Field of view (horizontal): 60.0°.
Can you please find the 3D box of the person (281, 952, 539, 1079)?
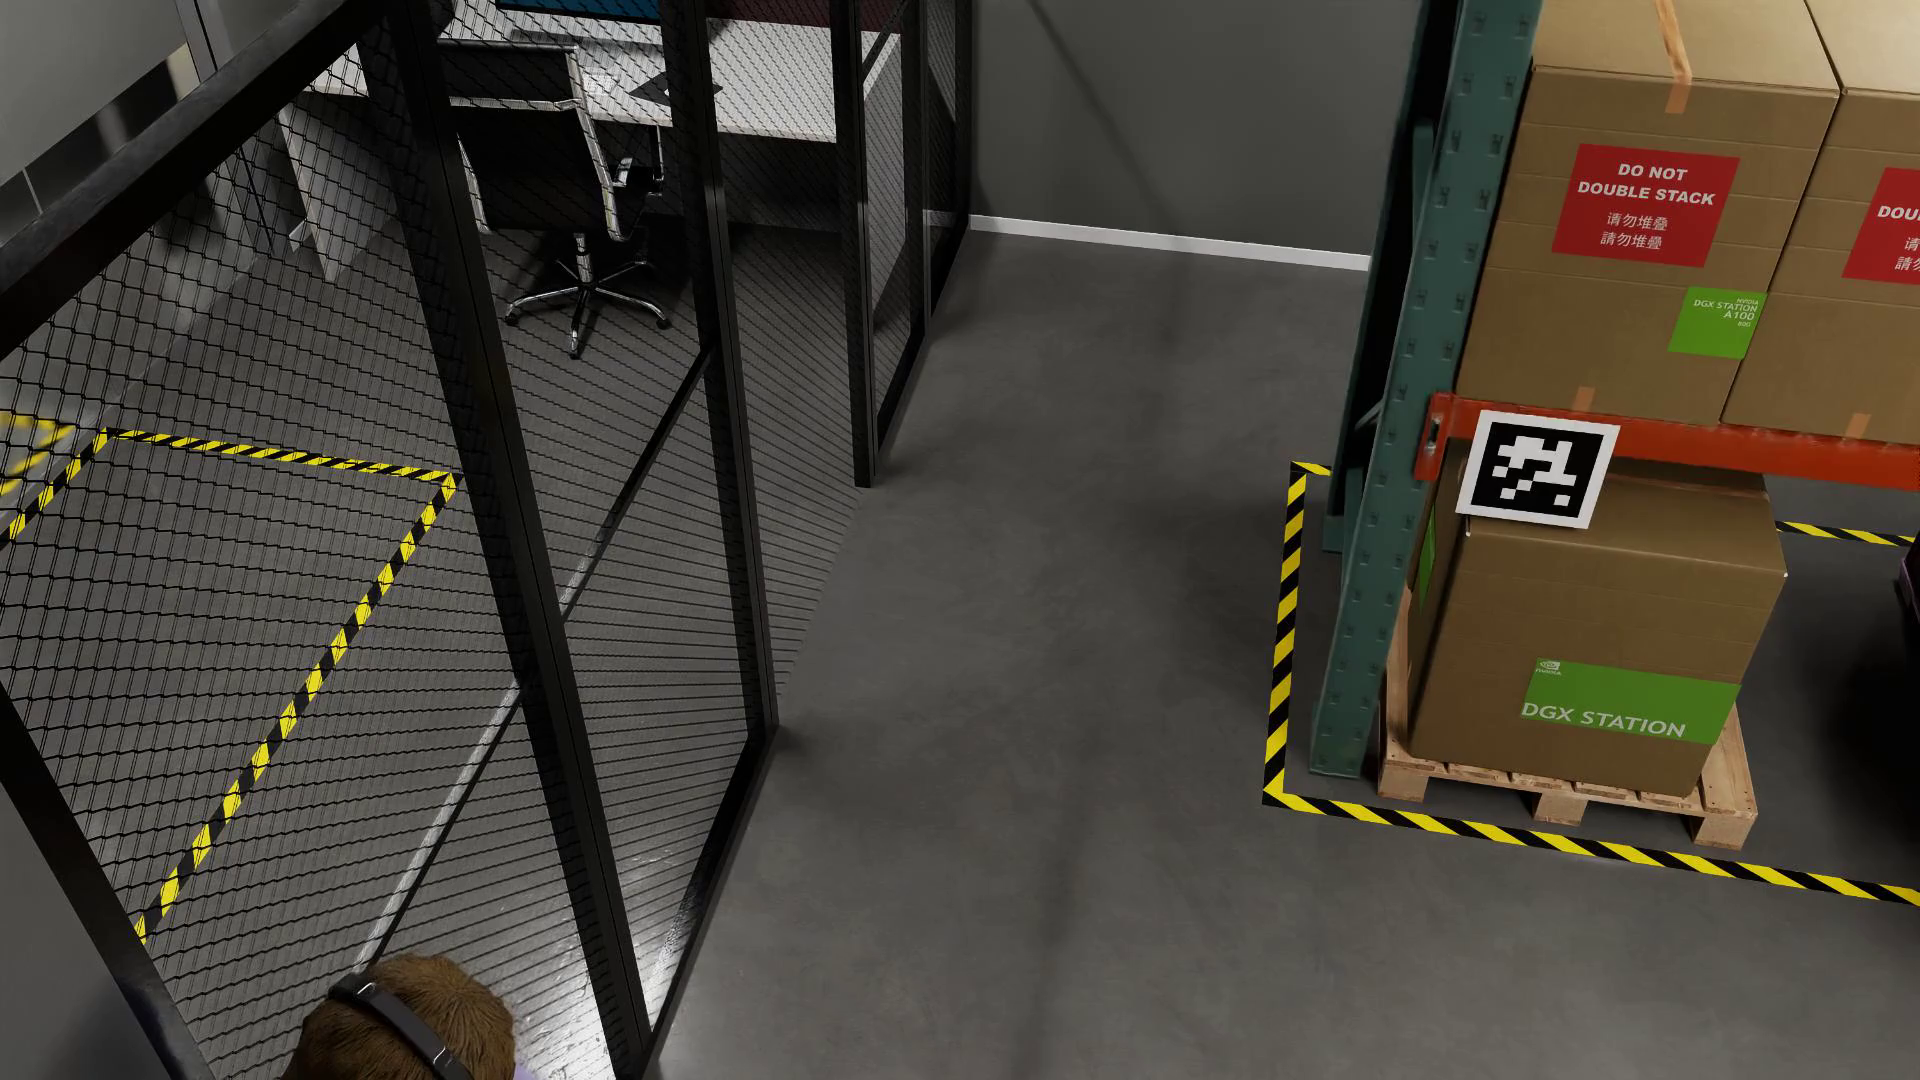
[{"bbox_3d":[-0.530,1.152,2.171,0.633,1.939,0.368,19,44,20],"label":"person"}]
